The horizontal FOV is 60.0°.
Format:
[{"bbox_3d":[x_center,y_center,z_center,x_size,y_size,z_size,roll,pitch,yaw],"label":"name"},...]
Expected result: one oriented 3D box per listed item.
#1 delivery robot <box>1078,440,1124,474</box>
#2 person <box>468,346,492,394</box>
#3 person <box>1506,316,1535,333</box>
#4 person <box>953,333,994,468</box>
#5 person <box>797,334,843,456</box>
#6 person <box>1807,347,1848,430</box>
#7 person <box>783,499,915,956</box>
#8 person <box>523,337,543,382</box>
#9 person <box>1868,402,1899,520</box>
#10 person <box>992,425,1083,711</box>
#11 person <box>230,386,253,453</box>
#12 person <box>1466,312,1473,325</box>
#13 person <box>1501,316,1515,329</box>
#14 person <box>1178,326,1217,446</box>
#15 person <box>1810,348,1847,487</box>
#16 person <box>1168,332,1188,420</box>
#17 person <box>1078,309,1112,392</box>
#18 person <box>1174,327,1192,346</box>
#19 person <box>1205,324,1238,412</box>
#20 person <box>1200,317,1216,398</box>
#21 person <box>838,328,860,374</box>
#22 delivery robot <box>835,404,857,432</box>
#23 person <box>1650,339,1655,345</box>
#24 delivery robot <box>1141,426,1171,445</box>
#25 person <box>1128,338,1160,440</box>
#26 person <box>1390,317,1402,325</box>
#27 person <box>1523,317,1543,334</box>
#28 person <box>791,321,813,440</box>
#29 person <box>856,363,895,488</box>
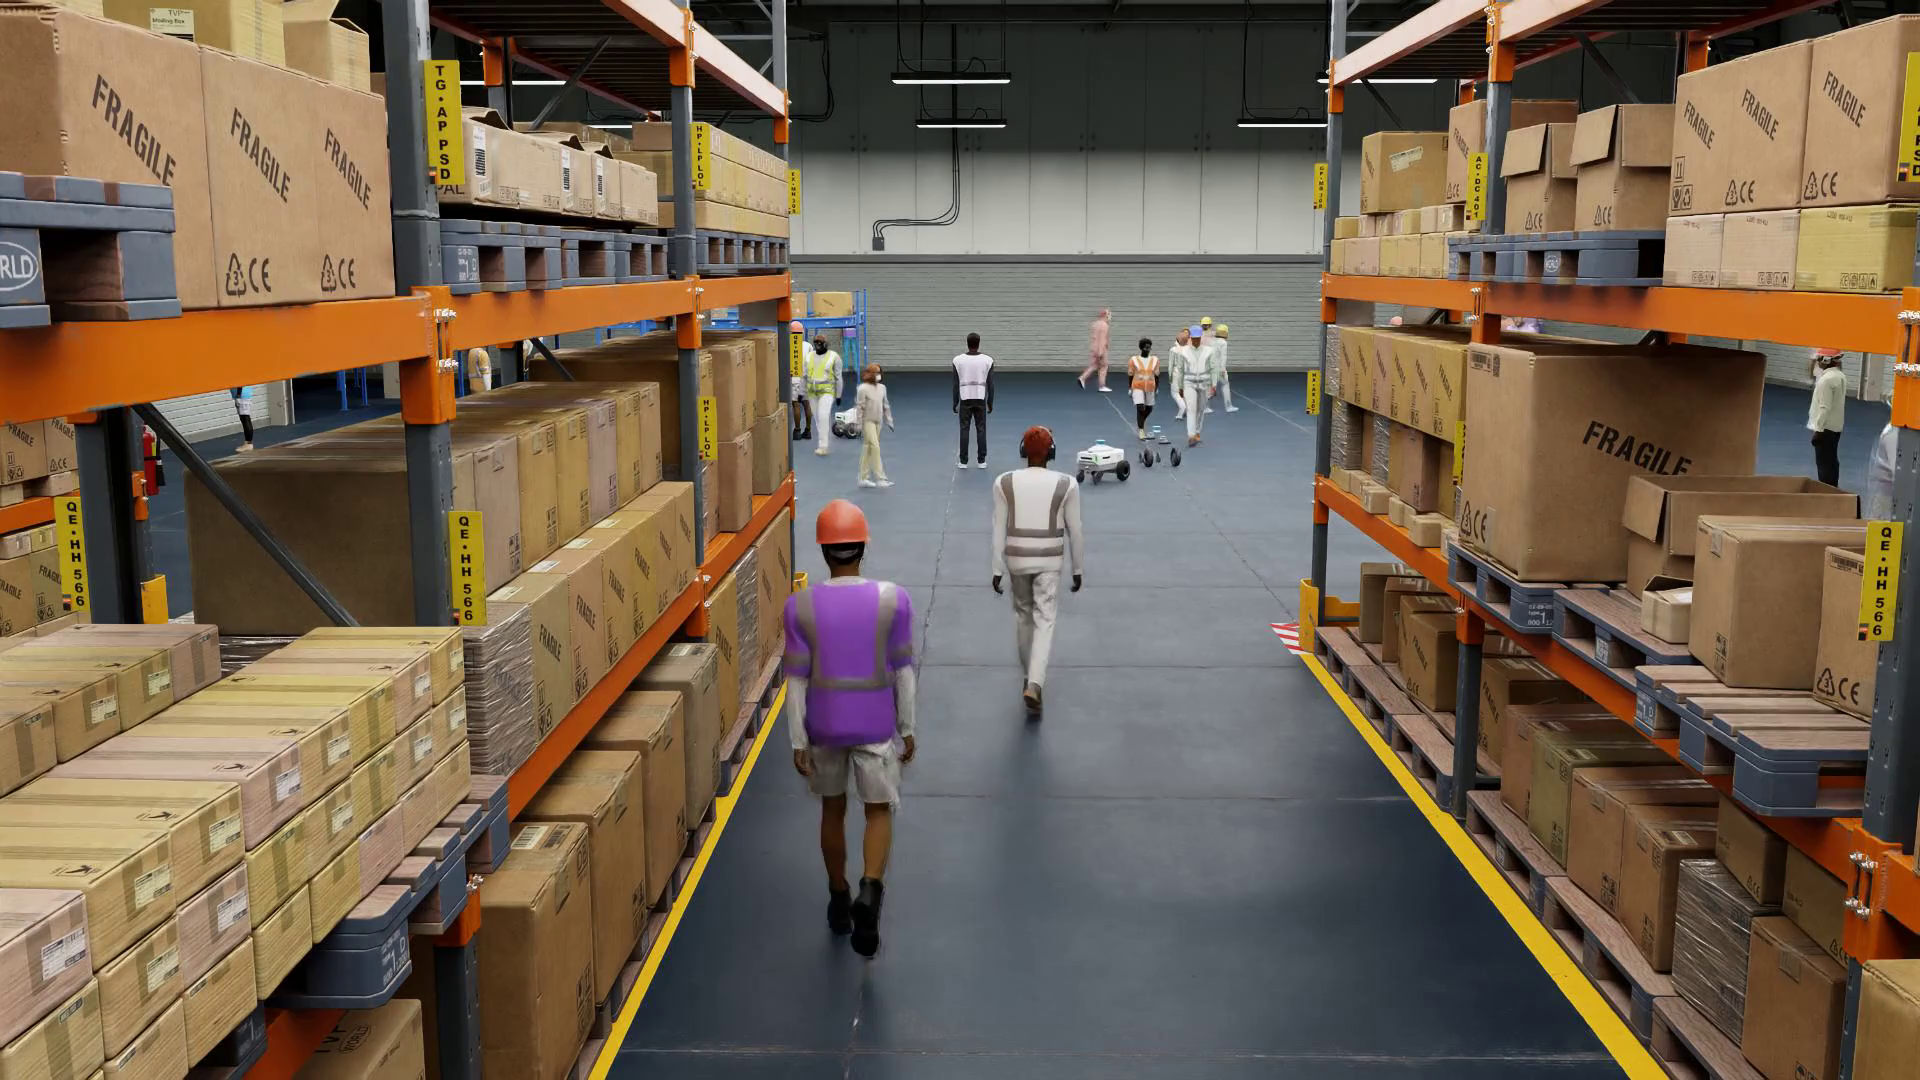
[{"bbox_3d":[1.878,-1.093,22.180,0.477,0.478,0.707,7,12,38],"label":"delivery robot"},{"bbox_3d":[-7.253,-2.279,25.309,0.373,1.934,0.552,-8,12,-39],"label":"person"},{"bbox_3d":[11.760,-3.875,35.033,0.654,1.881,0.762,7,12,37],"label":"person"},{"bbox_3d":[0.190,-1.972,23.554,0.589,1.914,0.377,-1,10,-5],"label":"person"},{"bbox_3d":[-2.151,-2.185,25.115,0.635,1.824,0.664,5,11,26],"label":"person"},{"bbox_3d":[15.024,-2.792,28.705,0.530,1.834,0.896,-4,10,-21],"label":"person"},{"bbox_3d":[-0.467,0.787,7.012,0.557,1.918,0.764,0,9,-1],"label":"person"},{"bbox_3d":[-8.228,-3.341,31.940,0.335,1.846,0.513,6,11,33],"label":"person"},{"bbox_3d":[8.473,-0.459,14.860,0.947,1.778,0.600,8,12,40],"label":"person"},{"bbox_3d":[0.496,0.174,10.920,0.587,1.848,0.949,2,10,11],"label":"person"},{"bbox_3d":[-11.003,-2.183,25.456,0.322,1.695,0.533,-2,10,-14],"label":"person"},{"bbox_3d":[10.762,-3.906,35.198,1.013,1.884,0.635,4,10,23],"label":"person"},{"bbox_3d":[12.119,-4.217,36.806,0.614,1.972,0.835,7,12,35],"label":"person"},{"bbox_3d":[3.797,-2.484,26.664,0.614,1.906,0.991,0,9,2],"label":"person"},{"bbox_3d":[10.028,-1.302,19.279,0.386,1.996,0.610,9,13,43],"label":"person"},{"bbox_3d":[4.100,-3.015,30.648,0.528,1.622,0.539,-4,10,-21],"label":"person"},{"bbox_3d":[3.066,-4.265,37.414,0.682,1.876,0.664,-3,10,-16],"label":"person"},{"bbox_3d":[4.492,-3.414,33.052,0.545,1.606,0.759,1,10,8],"label":"person"},{"bbox_3d":[5.031,-3.335,32.331,0.701,1.702,0.523,-5,11,-28],"label":"person"},{"bbox_3d":[5.244,-3.880,35.475,0.528,1.747,0.613,5,11,28],"label":"person"},{"bbox_3d":[-2.894,-5.278,43.541,0.572,1.843,0.373,-4,10,-21],"label":"person"},{"bbox_3d":[-1.719,-2.037,27.825,0.707,0.478,0.477,-6,11,-32],"label":"delivery robot"},{"bbox_3d":[10.408,-2.140,24.930,0.972,1.799,0.630,-6,11,-34],"label":"person"},{"bbox_3d":[2.845,-1.528,24.008,0.335,0.223,0.698,-2,10,-13],"label":"delivery robot"},{"bbox_3d":[3.017,-2.513,27.484,0.534,1.672,0.715,-2,10,-9],"label":"person"},{"bbox_3d":[7.309,-2.757,27.997,0.608,1.995,0.377,-2,10,-12],"label":"person"},{"bbox_3d":[14.938,-5.376,43.563,0.605,2.035,0.389,3,10,16],"label":"person"},{"bbox_3d":[-2.672,-2.626,27.381,0.366,1.939,0.542,9,13,43],"label":"person"},{"bbox_3d":[-1.036,-1.463,21.390,0.764,1.600,0.521,7,12,37],"label":"person"}]
